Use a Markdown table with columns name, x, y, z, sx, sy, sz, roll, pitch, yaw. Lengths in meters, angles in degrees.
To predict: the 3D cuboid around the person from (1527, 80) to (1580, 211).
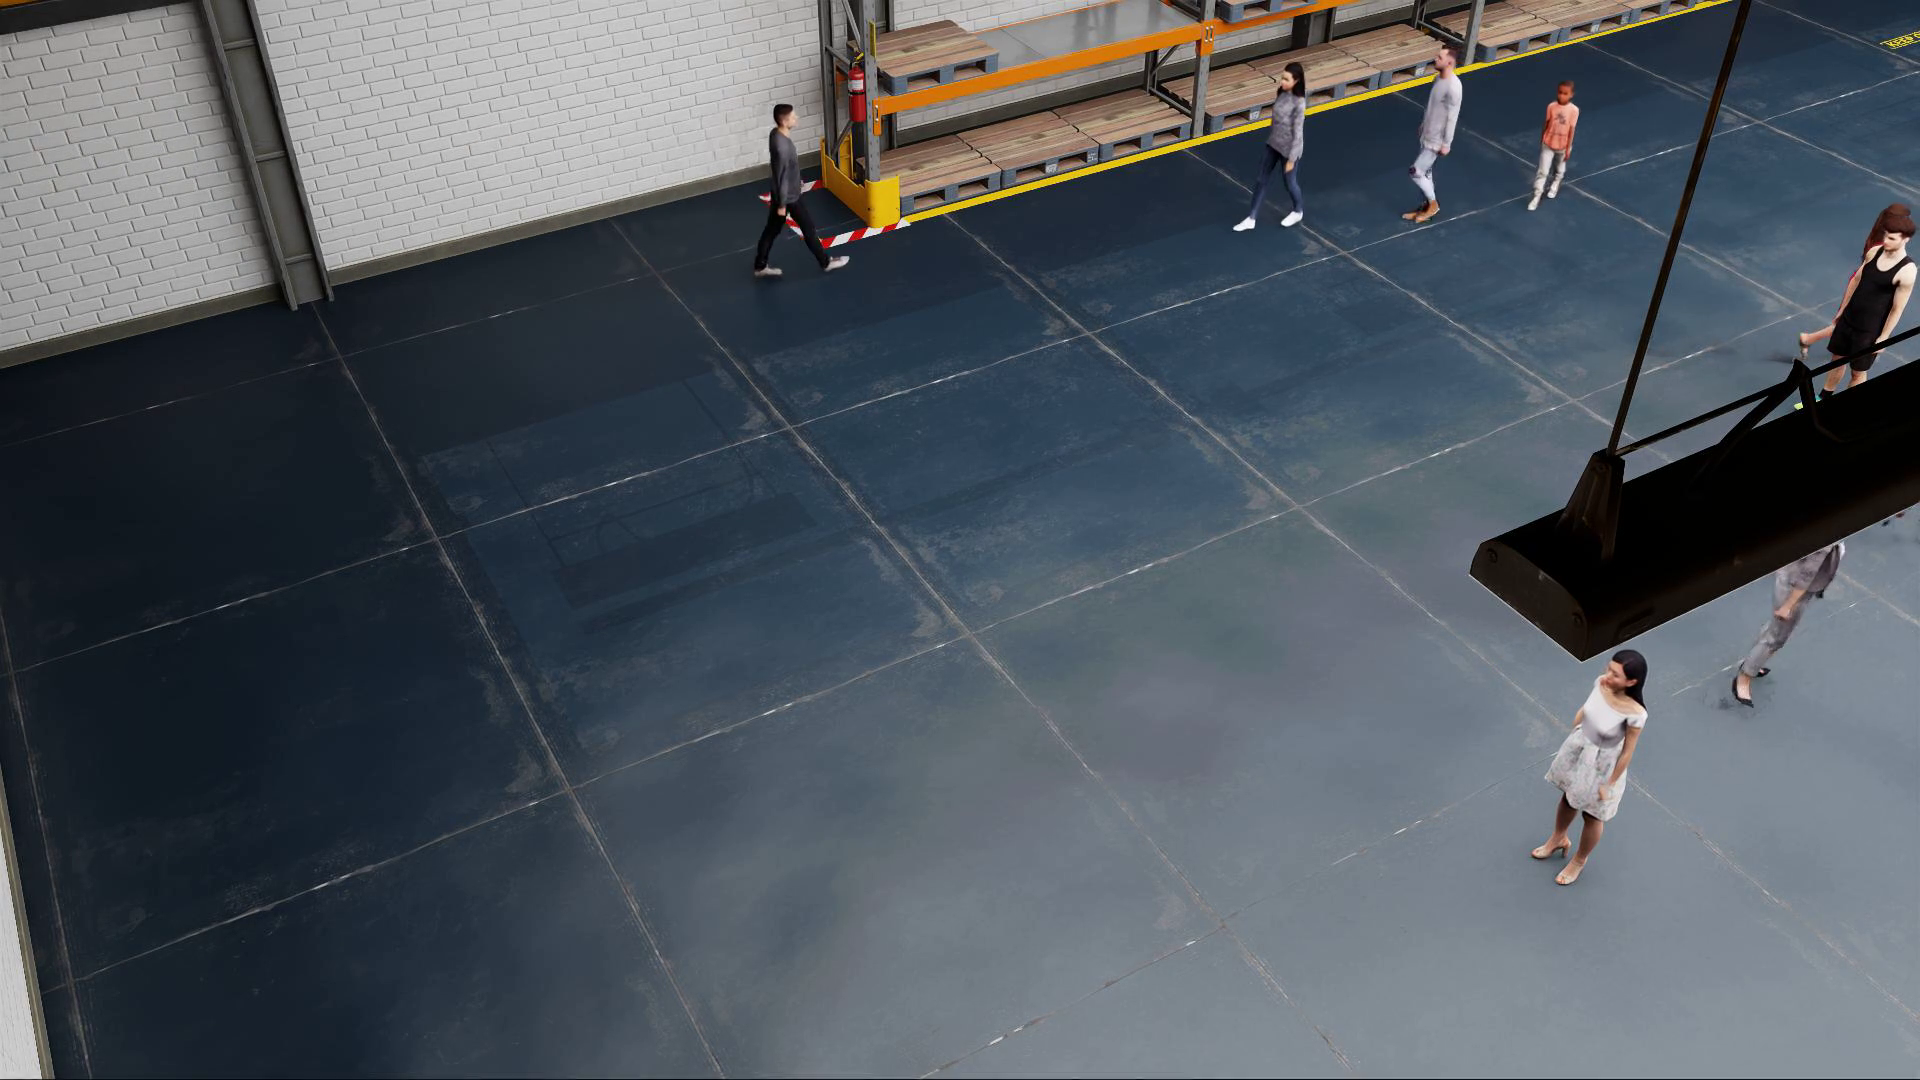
| name | x | y | z | sx | sy | sz | roll | pitch | yaw |
| --- | --- | --- | --- | --- | --- | --- | --- | --- | --- |
| person | 6.038 | -4.016 | 16.755 | 0.766 | 1.298 | 0.952 | 21 | 43 | 24 |

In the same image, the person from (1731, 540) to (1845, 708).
| name | x | y | z | sx | sy | sz | roll | pitch | yaw |
| --- | --- | --- | --- | --- | --- | --- | --- | --- | --- |
| person | 5.472 | 0.356 | 11.004 | 0.930 | 1.643 | 0.823 | 23 | 44 | 26 |

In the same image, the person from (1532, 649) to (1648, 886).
| name | x | y | z | sx | sy | sz | roll | pitch | yaw |
| --- | --- | --- | --- | --- | --- | --- | --- | --- | --- |
| person | 3.694 | 1.316 | 9.697 | 0.679 | 1.775 | 0.685 | -14 | 41 | -16 |

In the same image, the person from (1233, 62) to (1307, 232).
| name | x | y | z | sx | sy | sz | roll | pitch | yaw |
| --- | --- | --- | --- | --- | --- | --- | --- | --- | --- |
| person | 3.216 | -3.813 | 16.176 | 0.978 | 1.705 | 0.652 | -18 | 42 | -21 |

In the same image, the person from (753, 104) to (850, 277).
| name | x | y | z | sx | sy | sz | roll | pitch | yaw |
| --- | --- | --- | --- | --- | --- | --- | --- | --- | --- |
| person | -1.686 | -3.176 | 15.373 | 1.184 | 1.711 | 0.766 | -12 | 40 | -15 |

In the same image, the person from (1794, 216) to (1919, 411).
| name | x | y | z | sx | sy | sz | roll | pitch | yaw |
| --- | --- | --- | --- | --- | --- | --- | --- | --- | --- |
| person | 7.334 | -1.773 | 13.471 | 0.641 | 1.892 | 0.722 | -13 | 40 | -15 |

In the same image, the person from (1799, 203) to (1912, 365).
| name | x | y | z | sx | sy | sz | roll | pitch | yaw |
| --- | --- | --- | --- | --- | --- | --- | --- | --- | --- |
| person | 7.706 | -2.166 | 14.250 | 1.010 | 1.534 | 0.907 | 6 | 39 | 7 |

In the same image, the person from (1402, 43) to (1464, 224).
| name | x | y | z | sx | sy | sz | roll | pitch | yaw |
| --- | --- | --- | --- | --- | --- | --- | --- | --- | --- |
| person | 4.714 | -3.943 | 16.245 | 0.792 | 1.821 | 0.800 | -3 | 39 | -4 |
